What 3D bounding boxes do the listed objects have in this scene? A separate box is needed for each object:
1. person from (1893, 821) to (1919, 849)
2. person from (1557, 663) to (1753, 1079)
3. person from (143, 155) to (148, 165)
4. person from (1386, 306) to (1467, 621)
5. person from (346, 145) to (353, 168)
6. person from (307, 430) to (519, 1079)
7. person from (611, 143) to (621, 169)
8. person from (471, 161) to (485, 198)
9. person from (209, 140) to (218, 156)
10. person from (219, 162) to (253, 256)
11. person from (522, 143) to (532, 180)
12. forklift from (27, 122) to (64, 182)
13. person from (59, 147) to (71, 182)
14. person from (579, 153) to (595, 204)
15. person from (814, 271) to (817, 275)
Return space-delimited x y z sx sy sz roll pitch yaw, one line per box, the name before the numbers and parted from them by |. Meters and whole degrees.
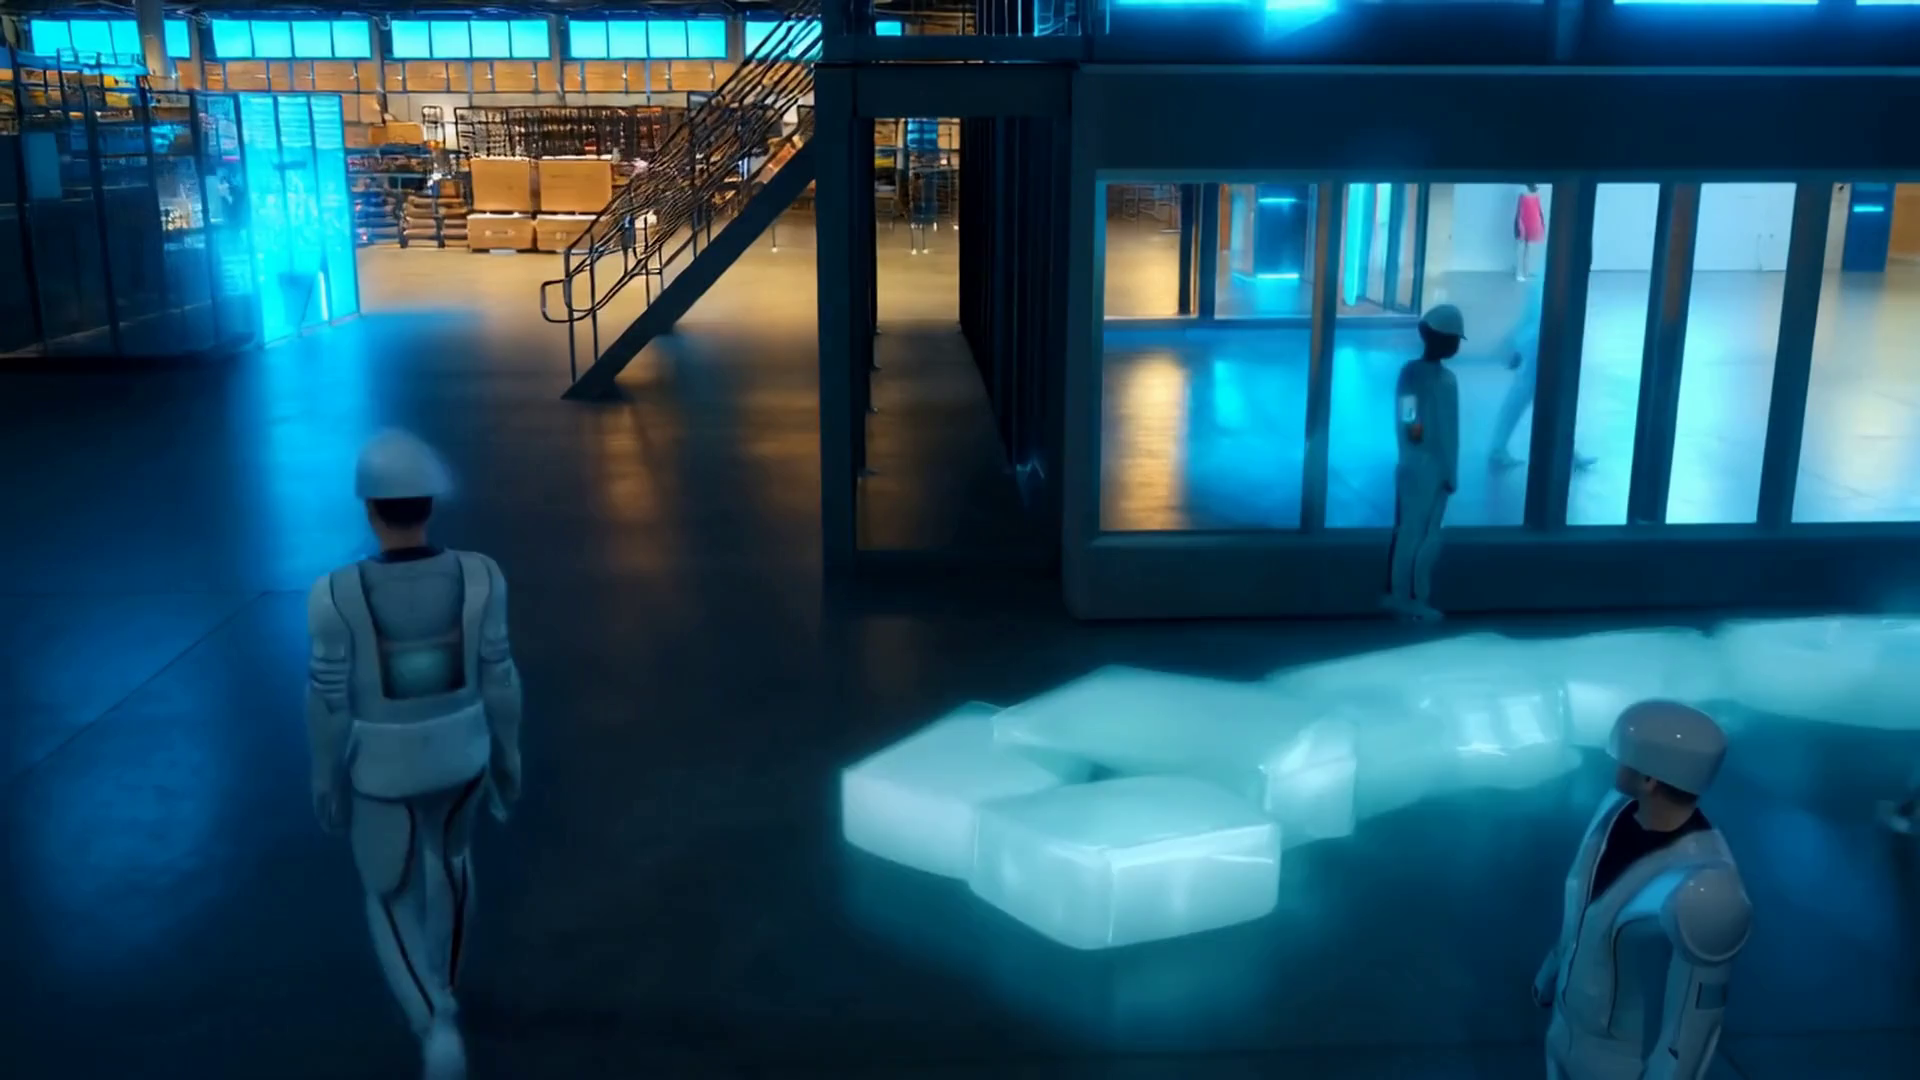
person | 3.919 0.319 6.204 0.664 1.817 0.705 -13 19 -43
person | 1.390 1.075 3.439 0.318 1.697 0.535 -1 14 -3
person | -36.445 -16.806 74.671 0.671 1.810 0.605 0 14 1
person | 2.629 -0.428 9.322 0.328 1.760 0.523 -4 15 -17
person | -30.322 -18.782 82.768 0.779 1.715 0.578 -11 18 -36
person | -1.515 0.652 4.715 0.547 1.914 0.837 -8 16 -29
person | -15.799 -17.315 76.600 0.495 1.875 0.655 -1 14 -5
person | -13.025 -9.319 44.843 0.422 1.752 0.539 -12 18 -40
person | -39.765 -20.301 88.483 0.545 1.886 0.660 11 18 38
person | -14.820 -6.733 33.944 0.903 2.000 0.680 2 14 9
person | -21.573 -18.945 83.202 0.838 1.820 0.570 -6 15 -22
forklift | -35.376 -14.773 64.377 1.129 2.768 1.873 -1 14 -2
person | -33.378 -13.742 62.187 0.626 1.925 0.443 7 16 27
person | -11.778 -11.277 52.498 0.623 1.846 0.542 4 15 14
person | -2.345 -5.808 30.353 0.936 1.986 0.717 -6 15 -23
